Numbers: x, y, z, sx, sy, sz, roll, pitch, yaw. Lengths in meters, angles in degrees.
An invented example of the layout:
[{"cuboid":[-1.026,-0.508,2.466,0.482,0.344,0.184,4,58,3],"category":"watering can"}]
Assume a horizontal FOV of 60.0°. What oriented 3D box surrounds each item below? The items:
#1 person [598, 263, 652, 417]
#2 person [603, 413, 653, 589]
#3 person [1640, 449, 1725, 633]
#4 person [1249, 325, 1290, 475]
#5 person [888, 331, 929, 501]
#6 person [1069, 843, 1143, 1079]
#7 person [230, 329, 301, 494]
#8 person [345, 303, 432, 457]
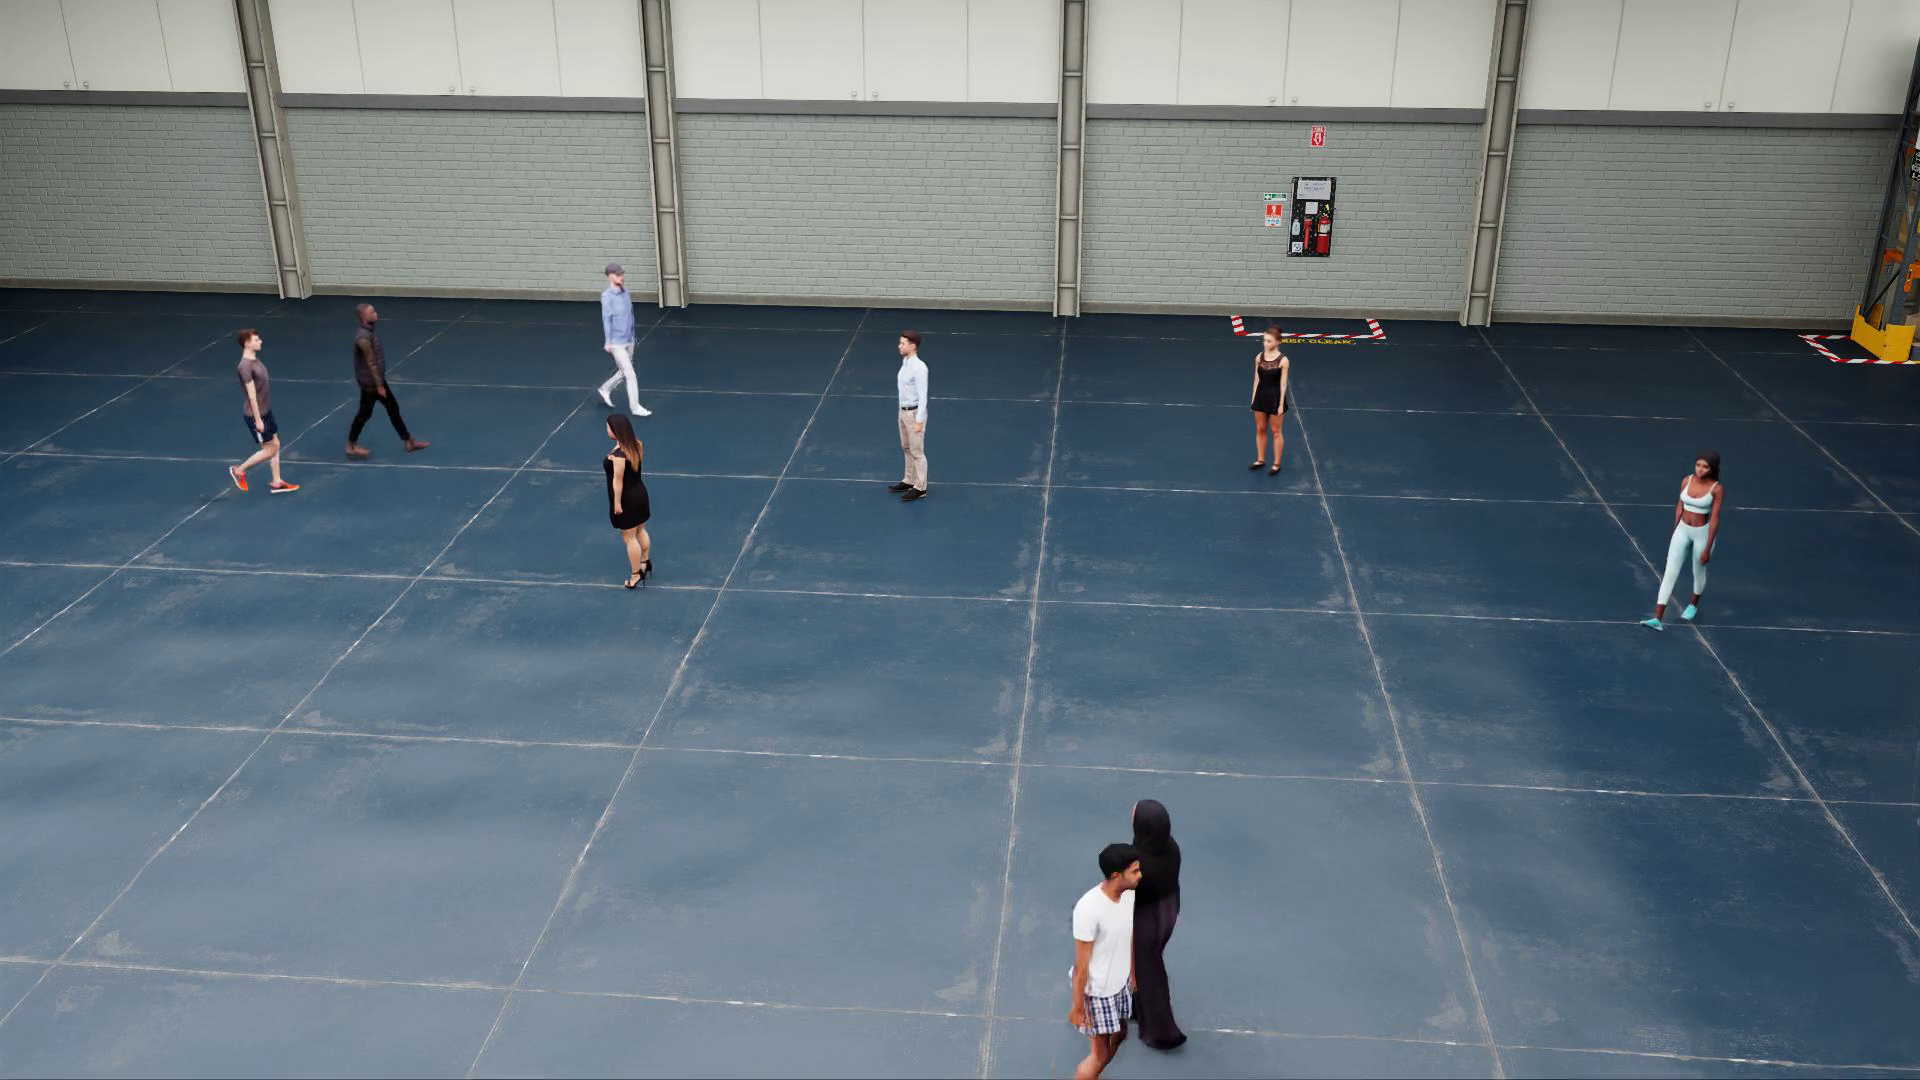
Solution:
[{"cuboid":[-4.213,-2.460,20.395,1.184,1.863,0.923,11,25,24],"category":"person"},{"cuboid":[-3.110,-0.381,15.701,0.649,1.712,0.676,6,24,14],"category":"person"},{"cuboid":[6.595,-0.003,14.855,1.127,1.677,1.080,-19,29,-37],"category":"person"},{"cuboid":[3.462,-1.567,18.534,0.669,1.678,0.748,19,30,38],"category":"person"},{"cuboid":[-0.515,-1.349,17.804,0.759,1.847,0.743,-10,25,-22],"category":"person"},{"cuboid":[0.739,2.434,9.093,0.790,1.702,0.787,-18,29,-36],"category":"person"},{"cuboid":[-7.566,-1.340,17.794,0.964,1.839,0.775,-3,23,-7],"category":"person"},{"cuboid":[-6.746,-1.763,18.857,1.261,1.786,0.907,-3,23,-8],"category":"person"}]
